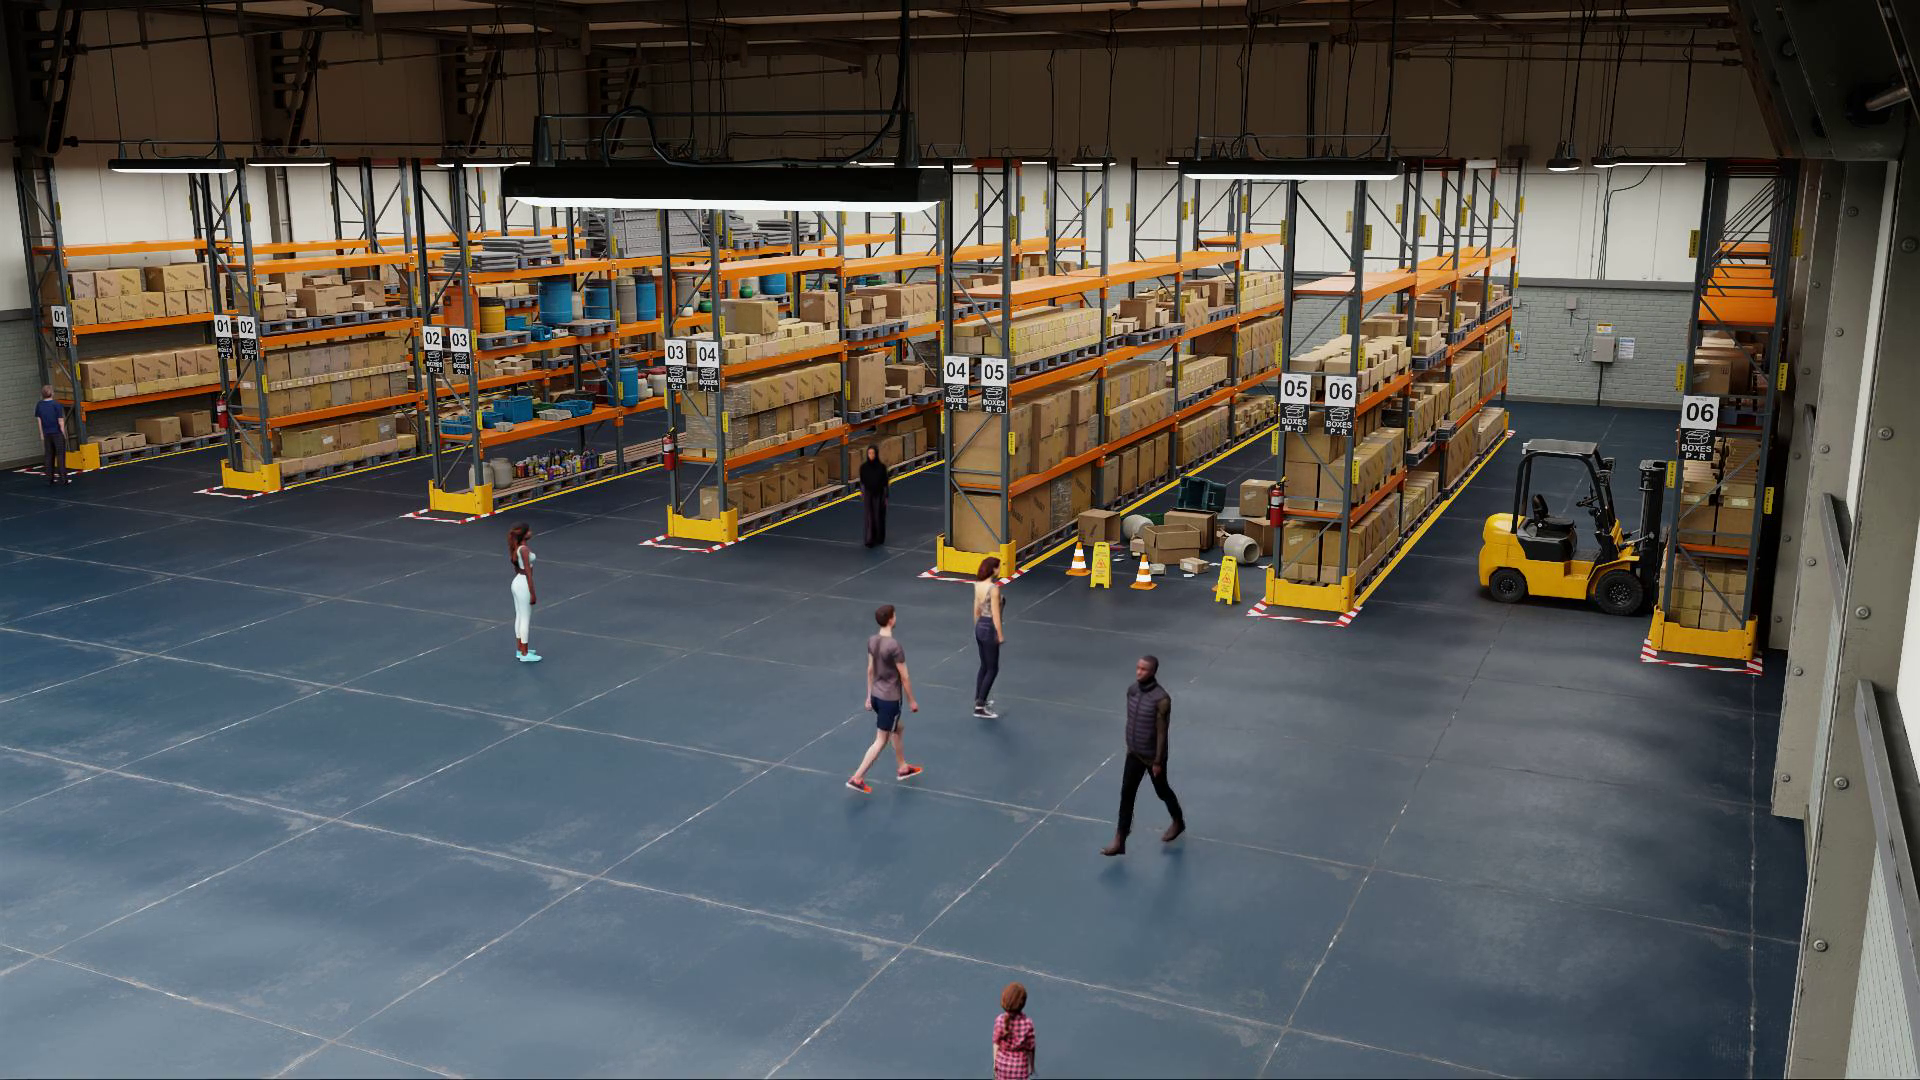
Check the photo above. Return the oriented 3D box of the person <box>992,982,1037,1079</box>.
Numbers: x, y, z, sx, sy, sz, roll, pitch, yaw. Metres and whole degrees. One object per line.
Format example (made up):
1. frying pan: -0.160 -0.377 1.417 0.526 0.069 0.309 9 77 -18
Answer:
1. person: 0.320 3.269 10.399 0.511 1.014 0.703 3 13 12

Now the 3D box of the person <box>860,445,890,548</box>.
1. person: -1.324 -0.705 26.256 0.907 1.602 1.177 0 13 2

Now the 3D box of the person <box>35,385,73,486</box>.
1. person: -16.982 -1.974 31.145 0.719 1.870 0.673 1 13 4

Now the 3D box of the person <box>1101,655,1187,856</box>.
1. person: 1.722 1.888 14.644 1.334 1.791 1.080 -10 16 -37

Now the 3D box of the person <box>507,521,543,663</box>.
1. person: -5.328 0.612 20.299 0.687 1.725 0.657 -8 15 -31

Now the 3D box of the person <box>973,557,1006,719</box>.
1. person: 0.291 1.055 18.317 0.976 1.757 0.946 -7 15 -28

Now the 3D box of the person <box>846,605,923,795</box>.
1. person: -0.767 1.569 15.977 1.276 1.810 1.020 -10 16 -36
